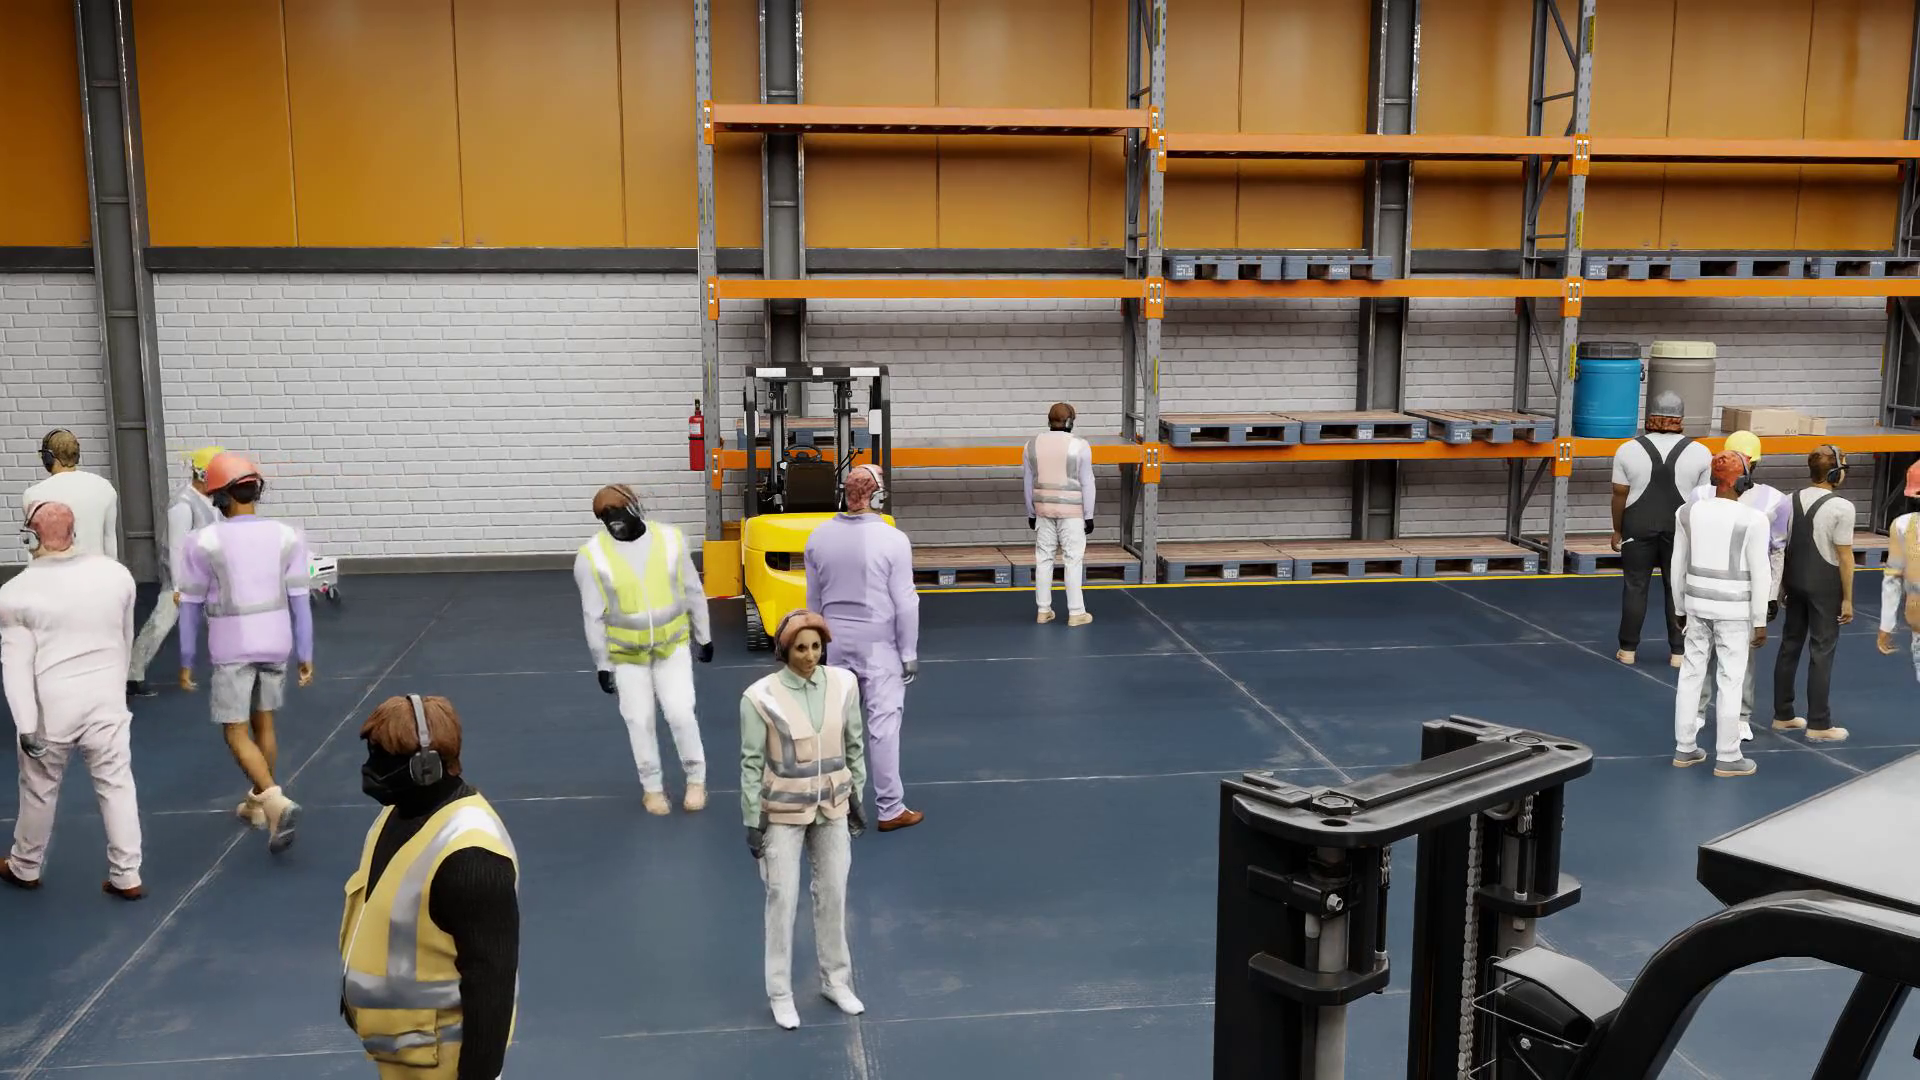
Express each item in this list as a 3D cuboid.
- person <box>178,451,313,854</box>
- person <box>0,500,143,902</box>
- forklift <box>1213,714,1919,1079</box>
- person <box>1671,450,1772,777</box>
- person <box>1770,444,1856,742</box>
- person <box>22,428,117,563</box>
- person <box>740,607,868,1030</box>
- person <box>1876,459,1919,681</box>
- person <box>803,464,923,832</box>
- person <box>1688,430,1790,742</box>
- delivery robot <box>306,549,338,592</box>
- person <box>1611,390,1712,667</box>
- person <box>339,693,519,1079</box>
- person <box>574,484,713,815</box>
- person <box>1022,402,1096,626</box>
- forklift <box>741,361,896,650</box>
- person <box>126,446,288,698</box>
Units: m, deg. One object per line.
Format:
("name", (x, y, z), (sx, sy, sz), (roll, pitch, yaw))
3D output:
("person", (-3.546, 0.558, 8.368), (0.618, 2.009, 0.922), (-8, 12, -42))
("person", (-4.151, 0.733, 7.708), (0.863, 1.864, 0.646), (7, 11, 37))
("forklift", (1.441, 1.425, 2.350), (1.214, 2.155, 2.313), (-7, 12, -39))
("person", (4.384, 0.420, 9.595), (0.353, 1.883, 0.578), (-7, 11, -35))
("person", (5.300, 0.326, 10.293), (0.339, 1.845, 0.512), (-4, 10, -24))
("person", (-5.504, 0.276, 10.320), (0.367, 1.939, 0.635), (3, 10, 19))
("person", (-0.603, 1.057, 6.401), (0.526, 1.631, 0.319), (-6, 11, -32))
("person", (5.354, 0.482, 9.201), (0.814, 1.889, 0.580), (-4, 10, -24))
("person", (-0.483, 0.557, 8.660), (0.639, 1.911, 0.402), (5, 10, 29))
("person", (4.787, 0.279, 10.324), (0.587, 1.929, 0.360), (5, 10, 26))
("delivery robot", (-5.781, 0.251, 14.487), (0.707, 0.478, 0.477), (4, 10, 23))
("person", (5.168, -0.093, 12.300), (0.688, 2.000, 0.536), (3, 10, 20))
("person", (-1.355, 1.293, 4.272), (0.429, 1.842, 0.637), (-7, 11, -36))
("person", (-1.662, 0.593, 8.804), (0.719, 1.800, 0.442), (-3, 10, -18))
("person", (0.832, -0.212, 13.687), (0.621, 1.838, 0.429), (5, 10, 27))
("forklift", (-1.154, -0.340, 13.365), (1.214, 2.155, 2.313), (-1, 9, -7))
("person", (-5.256, 0.221, 11.358), (1.093, 1.735, 0.607), (0, 9, 1))
